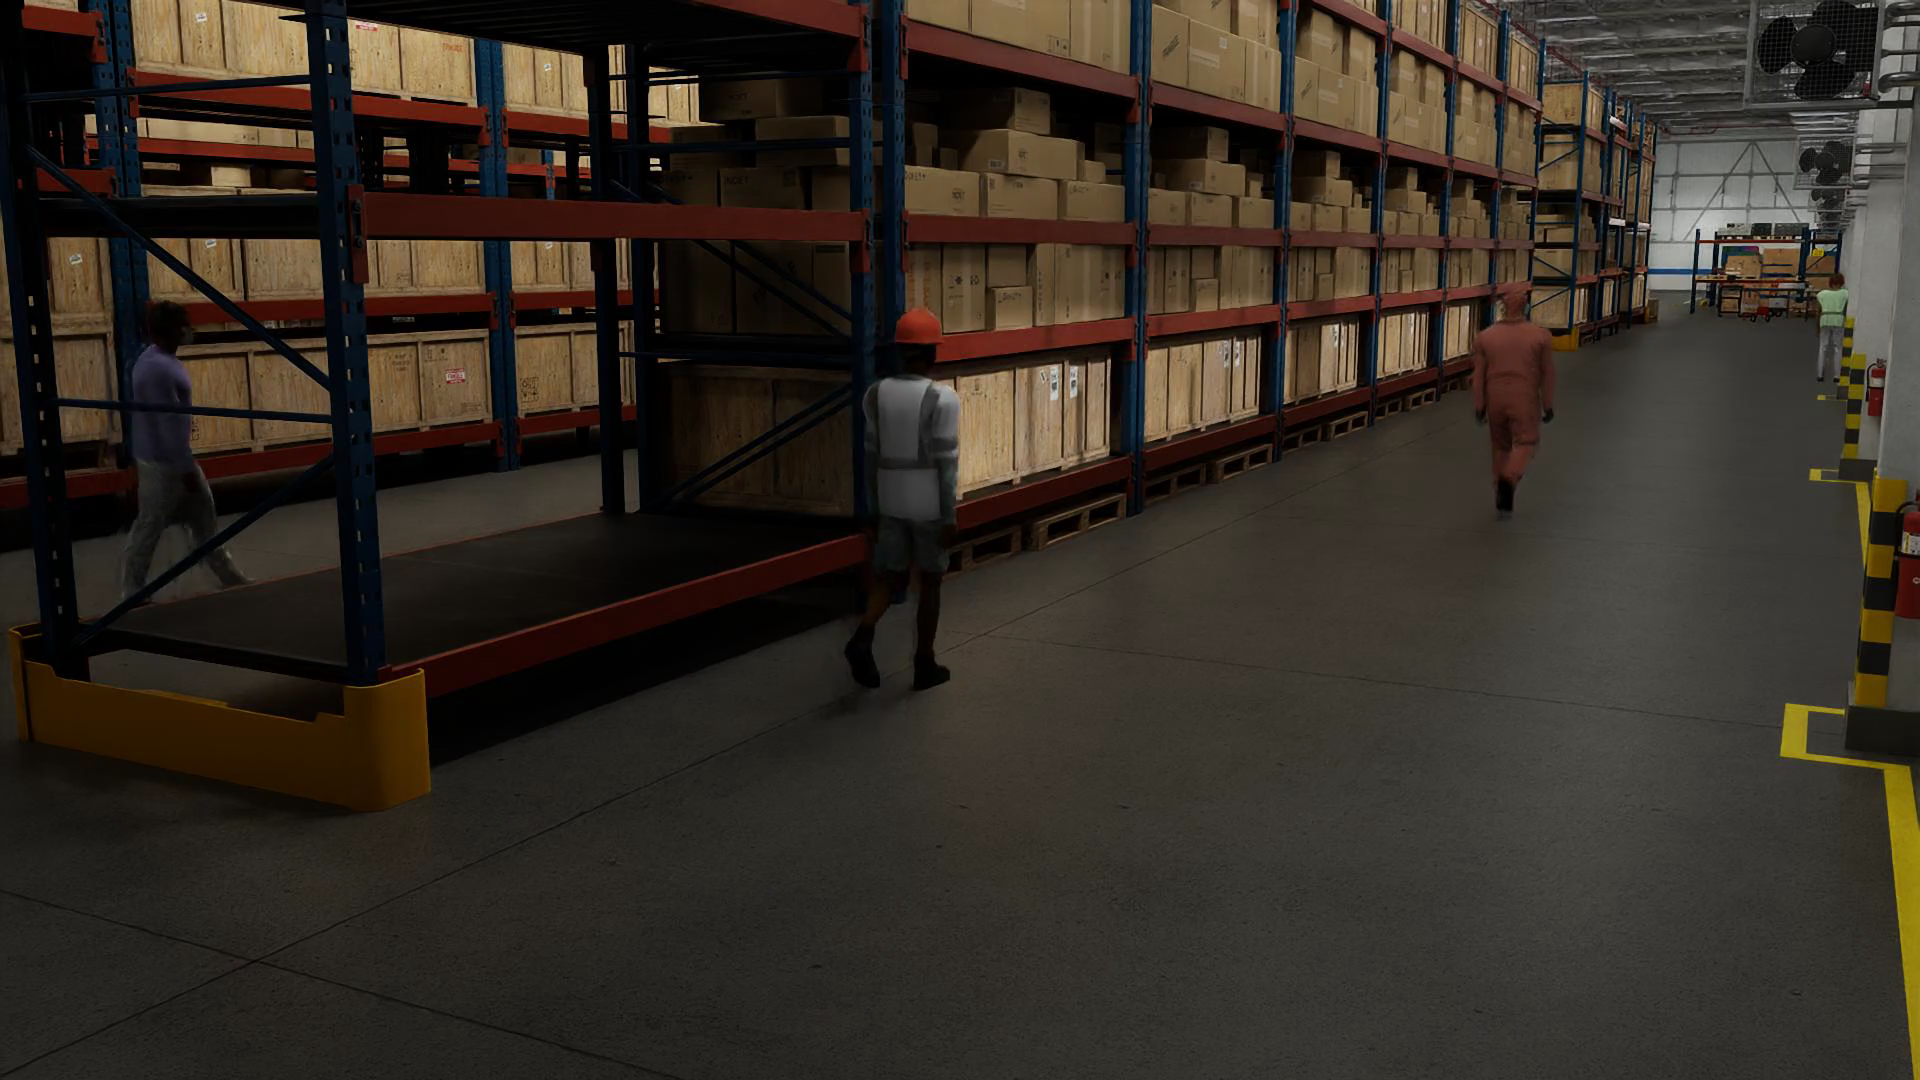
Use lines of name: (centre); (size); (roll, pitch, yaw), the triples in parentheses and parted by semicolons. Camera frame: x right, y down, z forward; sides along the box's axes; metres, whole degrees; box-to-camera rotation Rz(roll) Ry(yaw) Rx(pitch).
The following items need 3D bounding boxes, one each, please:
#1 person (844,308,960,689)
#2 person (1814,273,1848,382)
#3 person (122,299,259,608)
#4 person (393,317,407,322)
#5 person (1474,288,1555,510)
person: (-0.272, -0.170, 8.141); (0.543, 1.920, 0.651); (6, 11, 31)
person: (14.739, -3.581, 28.097); (0.585, 1.840, 0.380); (8, 13, 39)
person: (-4.595, -0.471, 9.924); (0.971, 1.892, 0.653); (-3, 10, -19)
person: (-6.839, -2.210, 20.427); (0.288, 1.746, 0.487); (-3, 10, -16)
person: (4.628, -1.165, 13.953); (0.656, 1.888, 0.672); (7, 12, 35)
